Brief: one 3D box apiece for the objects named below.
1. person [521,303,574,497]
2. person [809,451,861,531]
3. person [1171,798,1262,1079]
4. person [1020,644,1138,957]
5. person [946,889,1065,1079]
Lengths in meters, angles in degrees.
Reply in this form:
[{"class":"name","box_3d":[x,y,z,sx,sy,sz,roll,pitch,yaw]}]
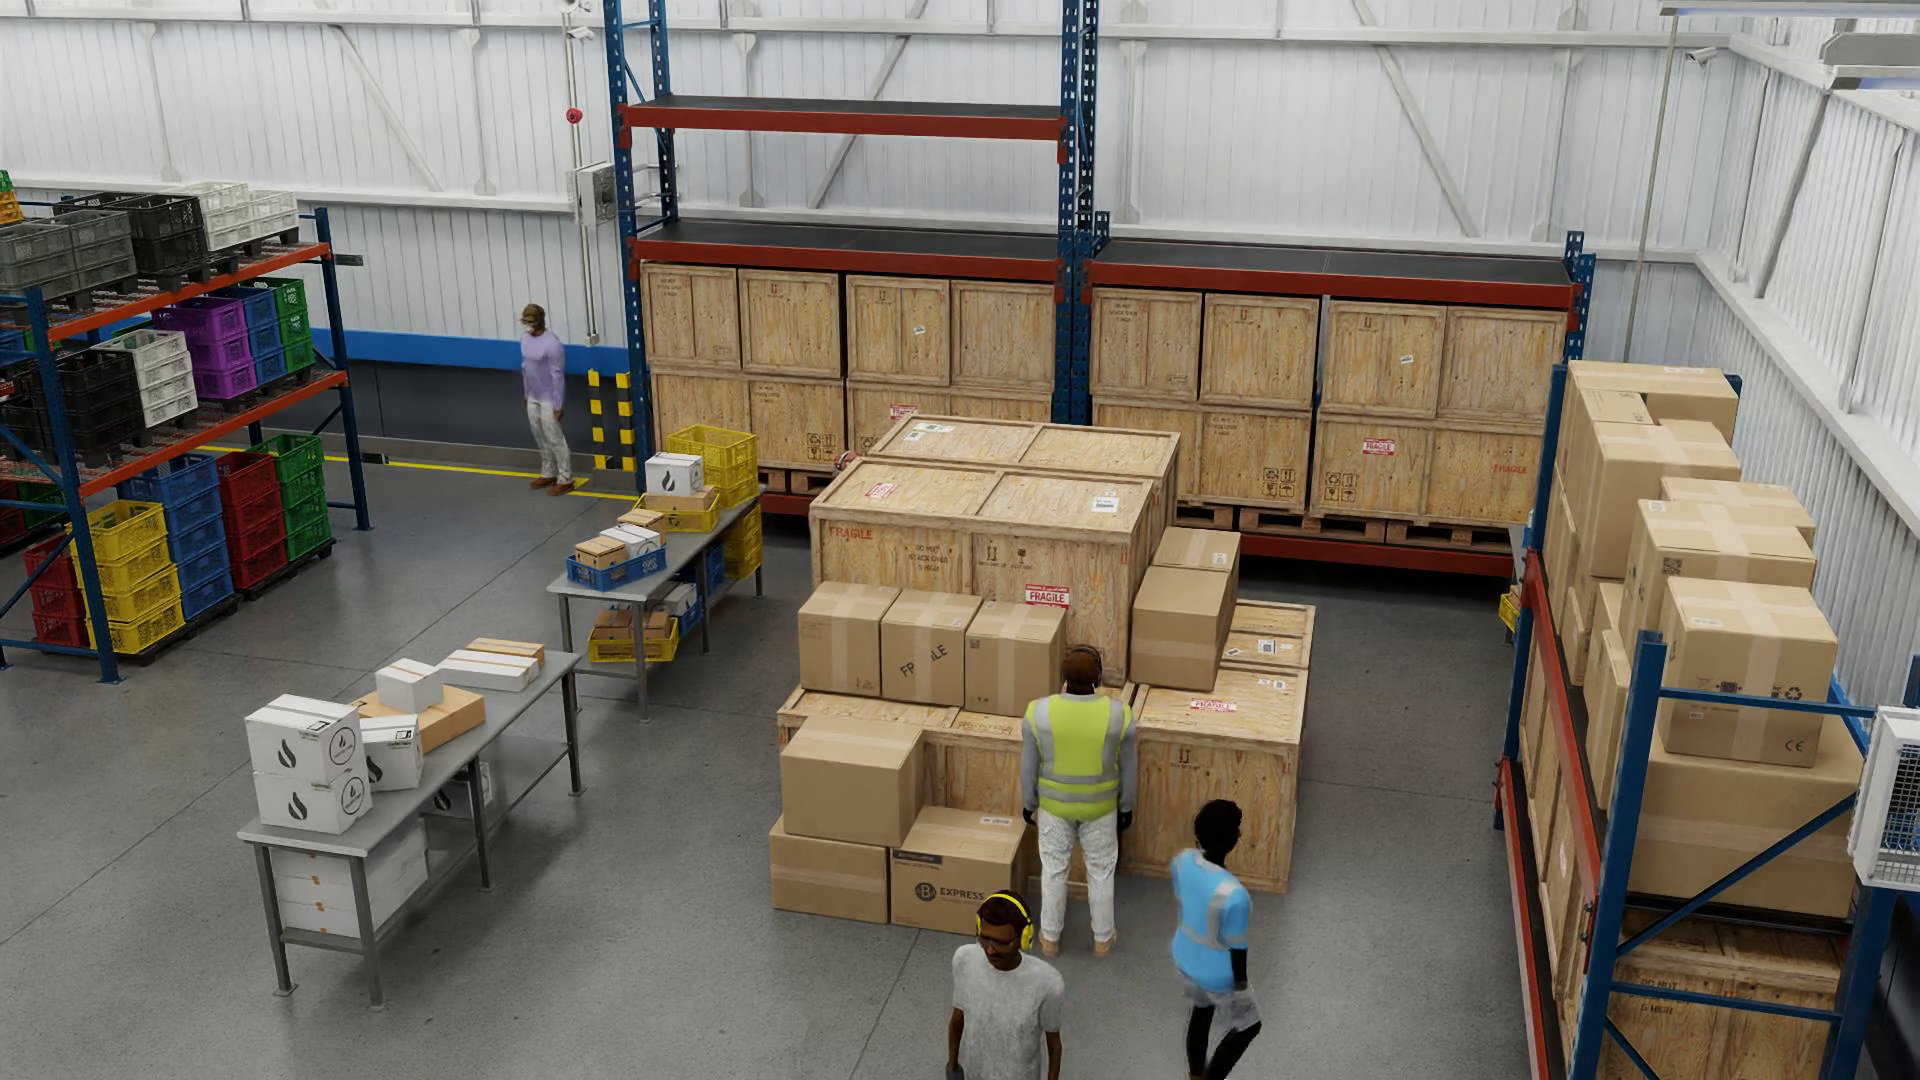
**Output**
[{"class":"person","box_3d":[-4.069,-1.387,16.339,0.366,1.930,0.638,-19,28,-41]},{"class":"person","box_3d":[-0.782,0.256,12.086,0.401,1.900,0.636,17,27,37]},{"class":"person","box_3d":[1.198,1.984,7.832,0.360,1.685,0.550,-10,23,-25]},{"class":"person","box_3d":[0.645,1.427,9.090,0.634,1.841,0.429,1,21,4]},{"class":"person","box_3d":[0.166,2.266,6.855,0.513,1.872,0.328,8,22,19]}]
